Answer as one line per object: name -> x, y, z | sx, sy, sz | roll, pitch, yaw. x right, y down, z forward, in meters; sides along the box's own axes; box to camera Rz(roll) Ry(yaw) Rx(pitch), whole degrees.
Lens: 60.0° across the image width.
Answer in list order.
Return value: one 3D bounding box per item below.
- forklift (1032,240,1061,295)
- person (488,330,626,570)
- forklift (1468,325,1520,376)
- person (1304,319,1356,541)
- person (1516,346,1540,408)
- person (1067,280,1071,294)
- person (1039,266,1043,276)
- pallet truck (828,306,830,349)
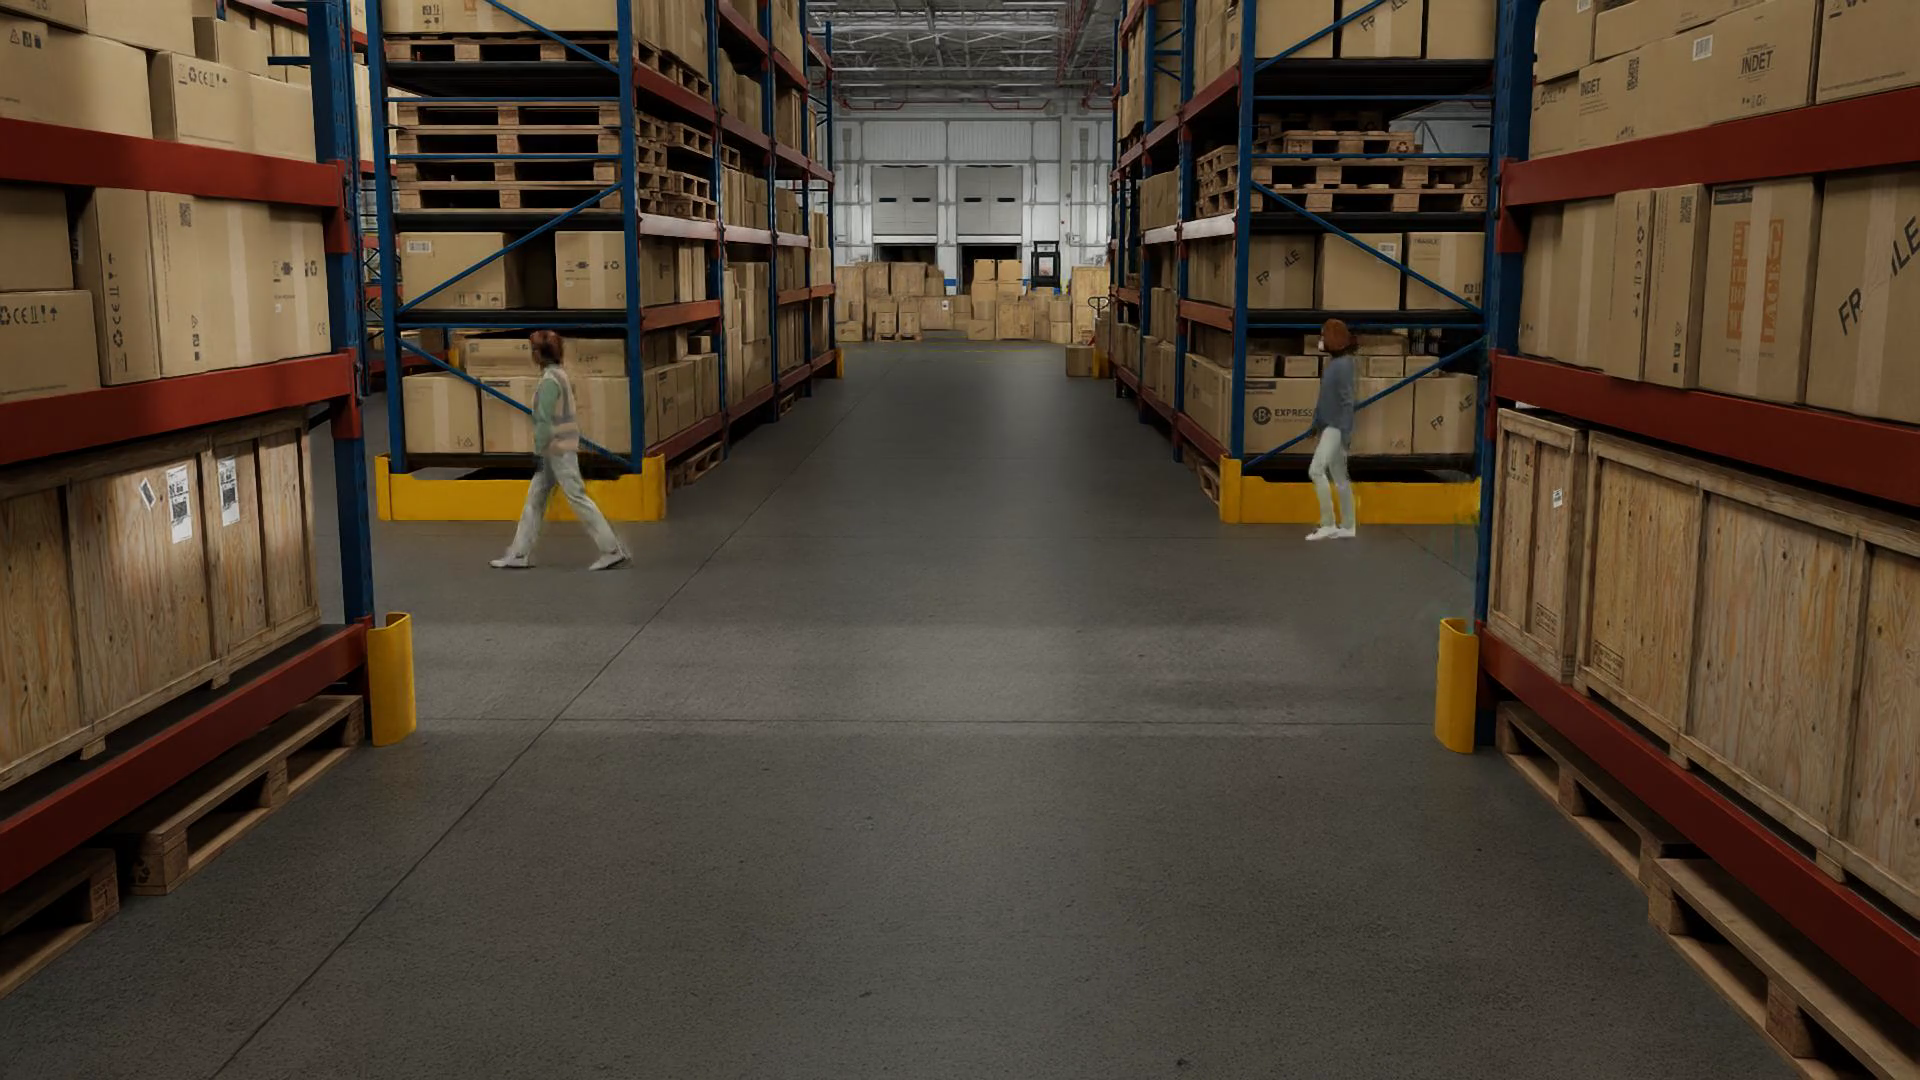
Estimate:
forklift -> 3.172, -9.648, 61.356 | 1.129, 2.768, 1.873 | 0, 9, 1
person -> -2.634, -0.580, 10.891 | 0.890, 1.592, 0.530 | -2, 10, -10
forklift -> 7.382, -3.354, 23.654 | 1.873, 2.768, 1.129 | 0, 9, 1
person -> 2.676, -0.792, 12.101 | 0.536, 1.617, 0.506 | 0, 9, 3
person -> 2.601, -0.116, 7.633 | 0.385, 1.749, 0.543 | 0, 9, -1
person -> 4.310, -9.238, 62.623 | 0.543, 1.614, 0.570 | -2, 10, -10
person -> 3.289, -10.343, 68.504 | 0.977, 1.892, 0.546 | -4, 10, -24
pallet truck -> -3.100, -3.940, 29.800 | 1.885, 1.965, 0.823 | 3, 10, 19
